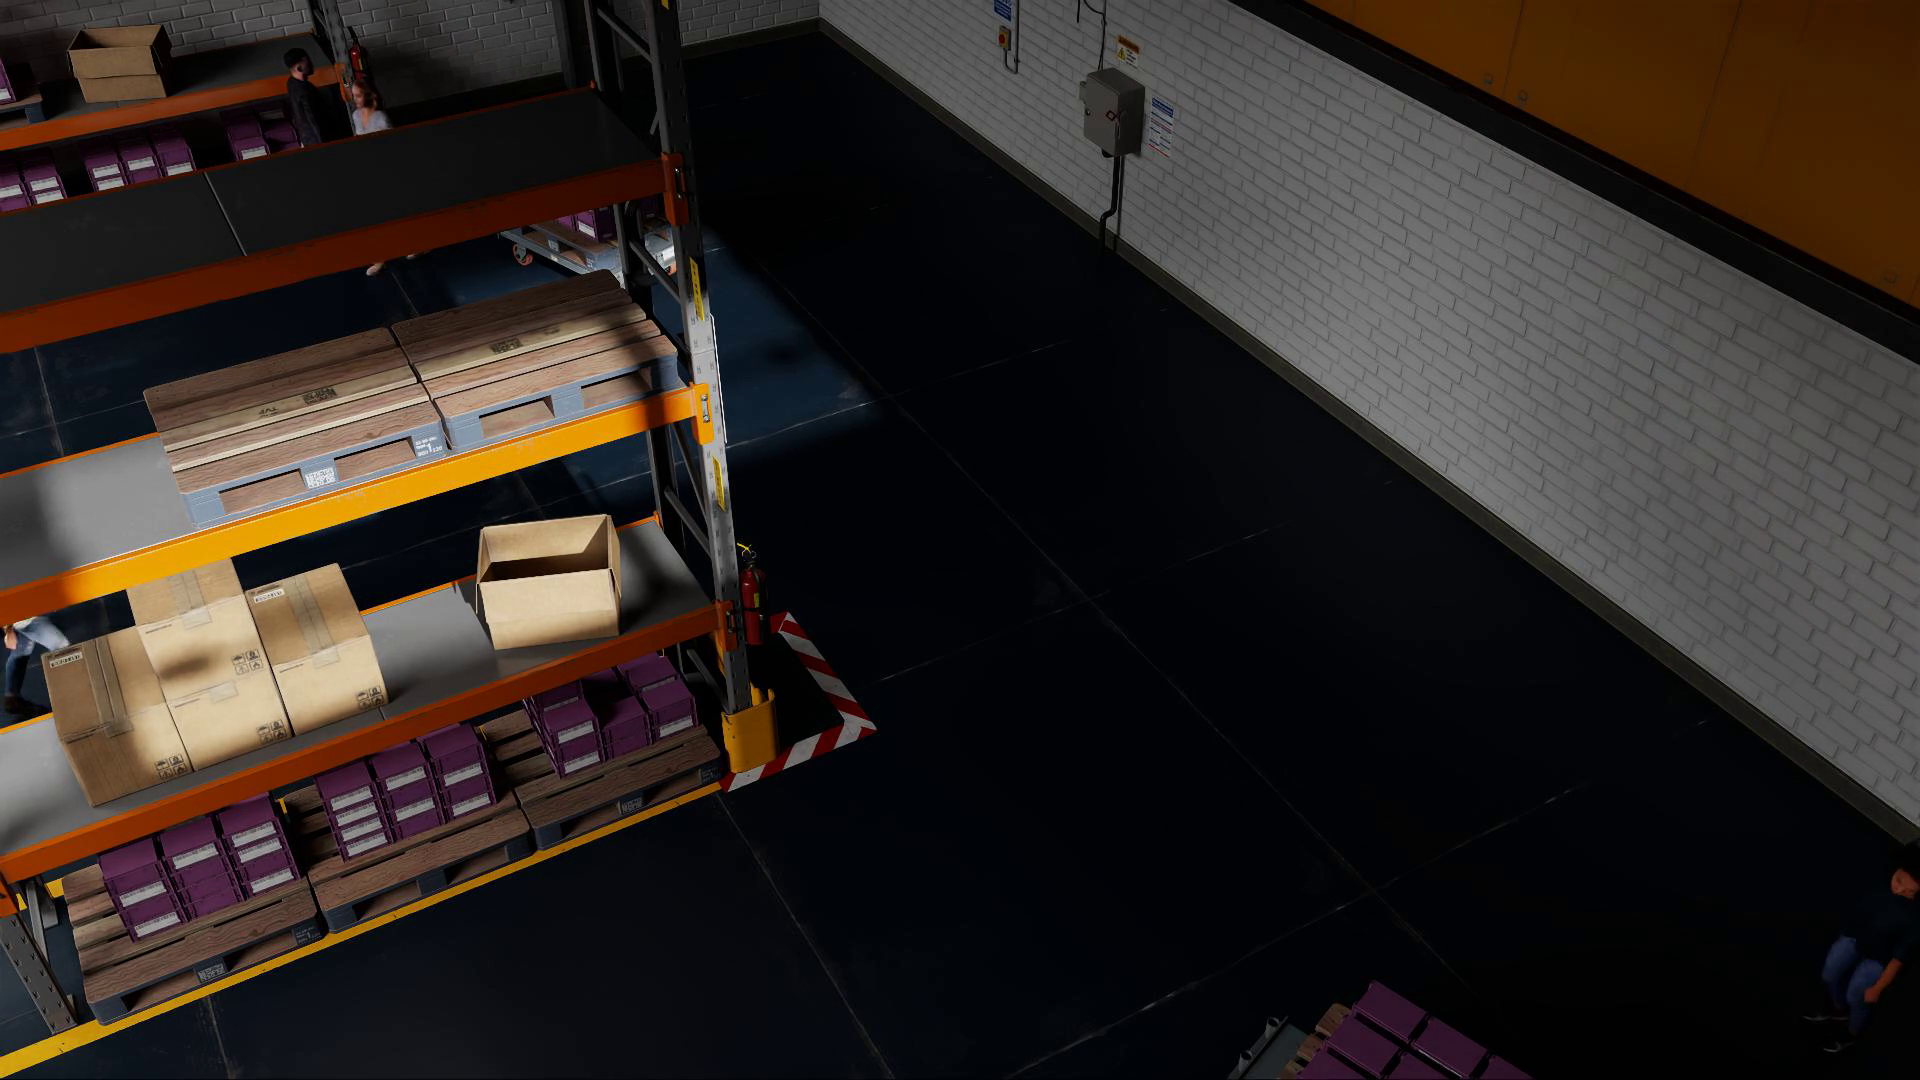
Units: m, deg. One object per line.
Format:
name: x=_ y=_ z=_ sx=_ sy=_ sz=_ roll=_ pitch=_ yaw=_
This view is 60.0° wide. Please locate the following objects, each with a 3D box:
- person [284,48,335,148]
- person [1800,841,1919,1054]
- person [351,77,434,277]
person: x=-5.892 y=-3.624 z=15.249 sx=0.551 sy=1.836 sz=0.670 roll=-23 pitch=44 yaw=-26
person: x=4.633 y=2.052 z=8.340 sx=0.742 sy=1.590 sz=0.717 roll=5 pitch=39 yaw=6
person: x=-5.074 y=-3.318 z=14.919 sx=0.832 sy=1.770 sz=1.055 roll=27 pitch=46 yaw=29
